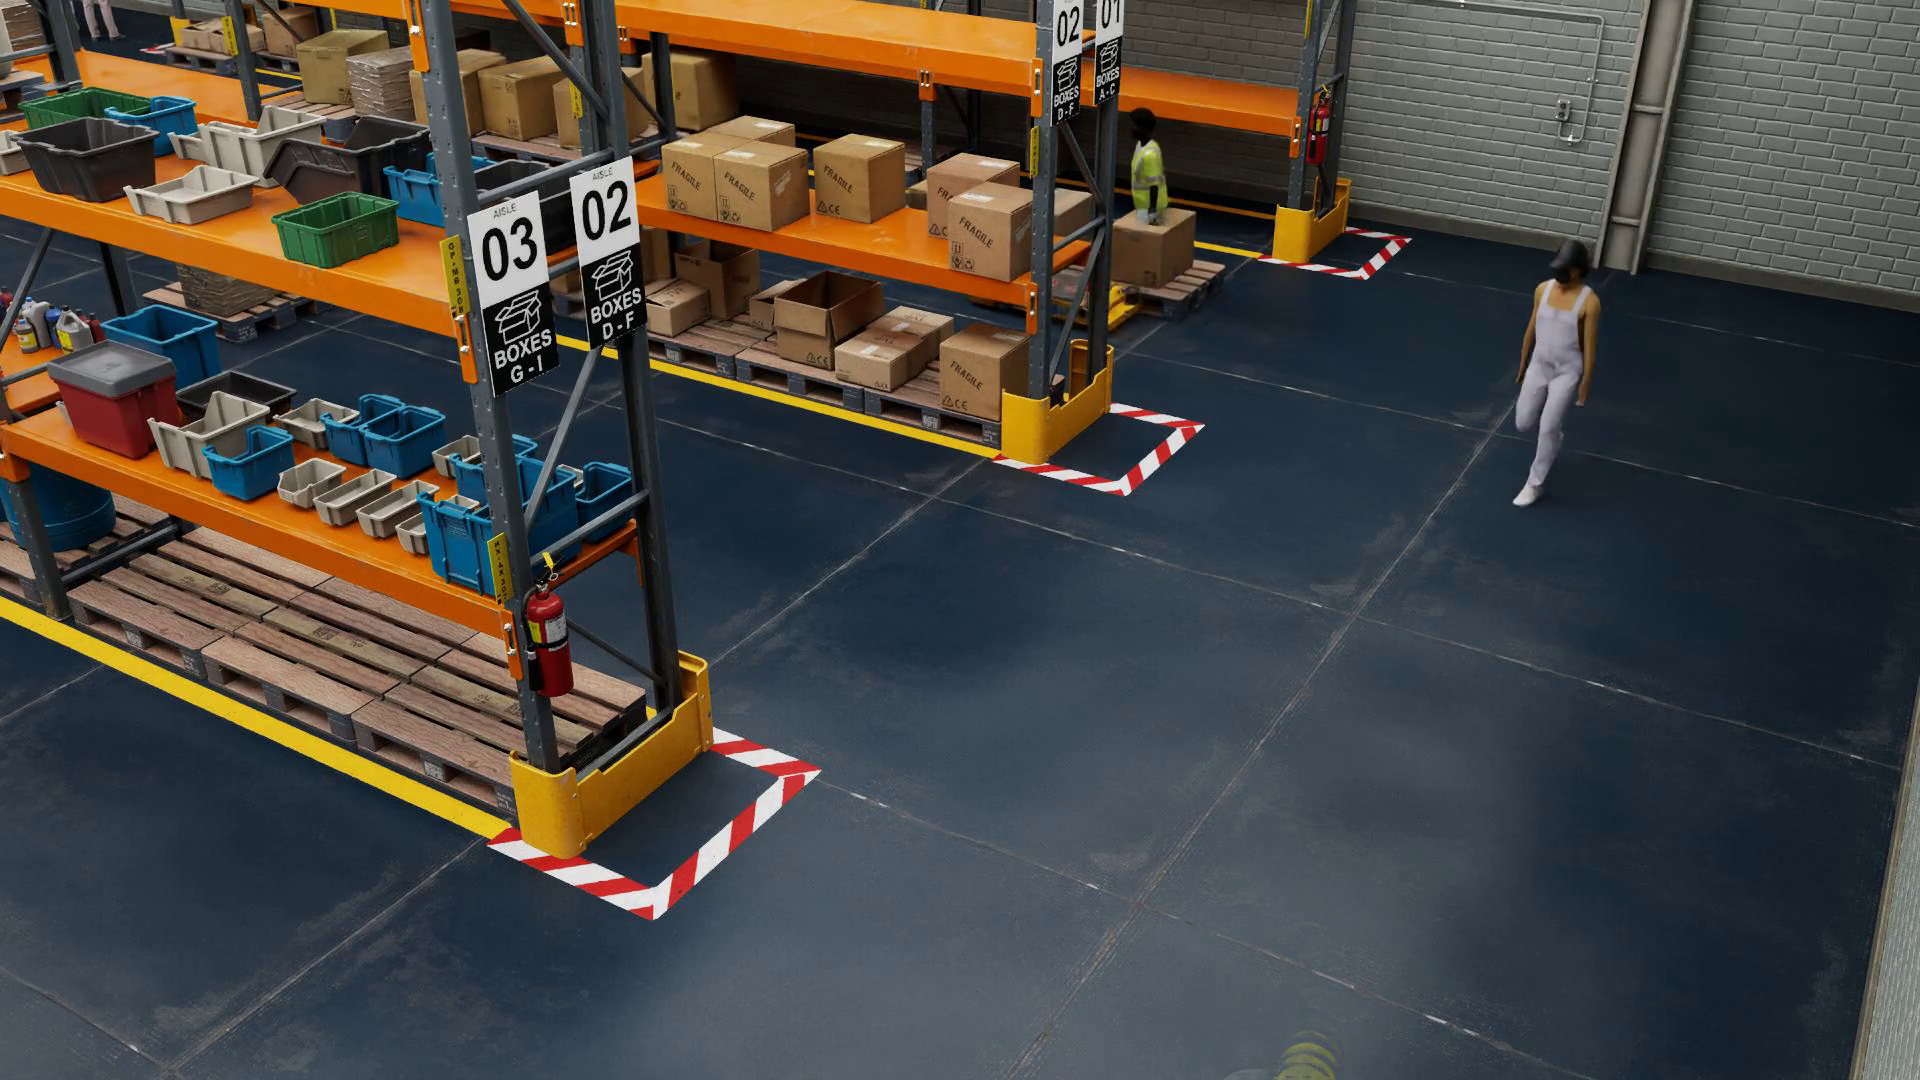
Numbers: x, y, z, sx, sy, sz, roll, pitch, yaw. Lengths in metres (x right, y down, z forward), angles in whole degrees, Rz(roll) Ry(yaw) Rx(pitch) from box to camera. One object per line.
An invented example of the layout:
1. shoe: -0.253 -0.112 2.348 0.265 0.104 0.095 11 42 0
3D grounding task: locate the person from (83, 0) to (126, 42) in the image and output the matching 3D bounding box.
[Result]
1. person: -12.117 -7.876 23.145 0.565 1.846 0.390 0 29 0

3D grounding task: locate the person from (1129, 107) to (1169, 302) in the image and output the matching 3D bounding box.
1. person: 1.629 -2.900 14.399 0.413 1.671 0.546 1 29 1

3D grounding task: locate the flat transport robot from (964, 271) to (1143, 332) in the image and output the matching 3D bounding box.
1. flat transport robot: 0.806 -2.123 14.443 1.431 0.231 0.659 17 33 27

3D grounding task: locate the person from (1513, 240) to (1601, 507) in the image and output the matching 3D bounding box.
1. person: 3.982 -1.136 11.062 0.612 1.843 0.519 -23 37 -36

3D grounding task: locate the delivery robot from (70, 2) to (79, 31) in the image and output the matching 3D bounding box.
1. delivery robot: -13.044 -7.450 23.724 0.499 0.611 0.814 15 33 25
